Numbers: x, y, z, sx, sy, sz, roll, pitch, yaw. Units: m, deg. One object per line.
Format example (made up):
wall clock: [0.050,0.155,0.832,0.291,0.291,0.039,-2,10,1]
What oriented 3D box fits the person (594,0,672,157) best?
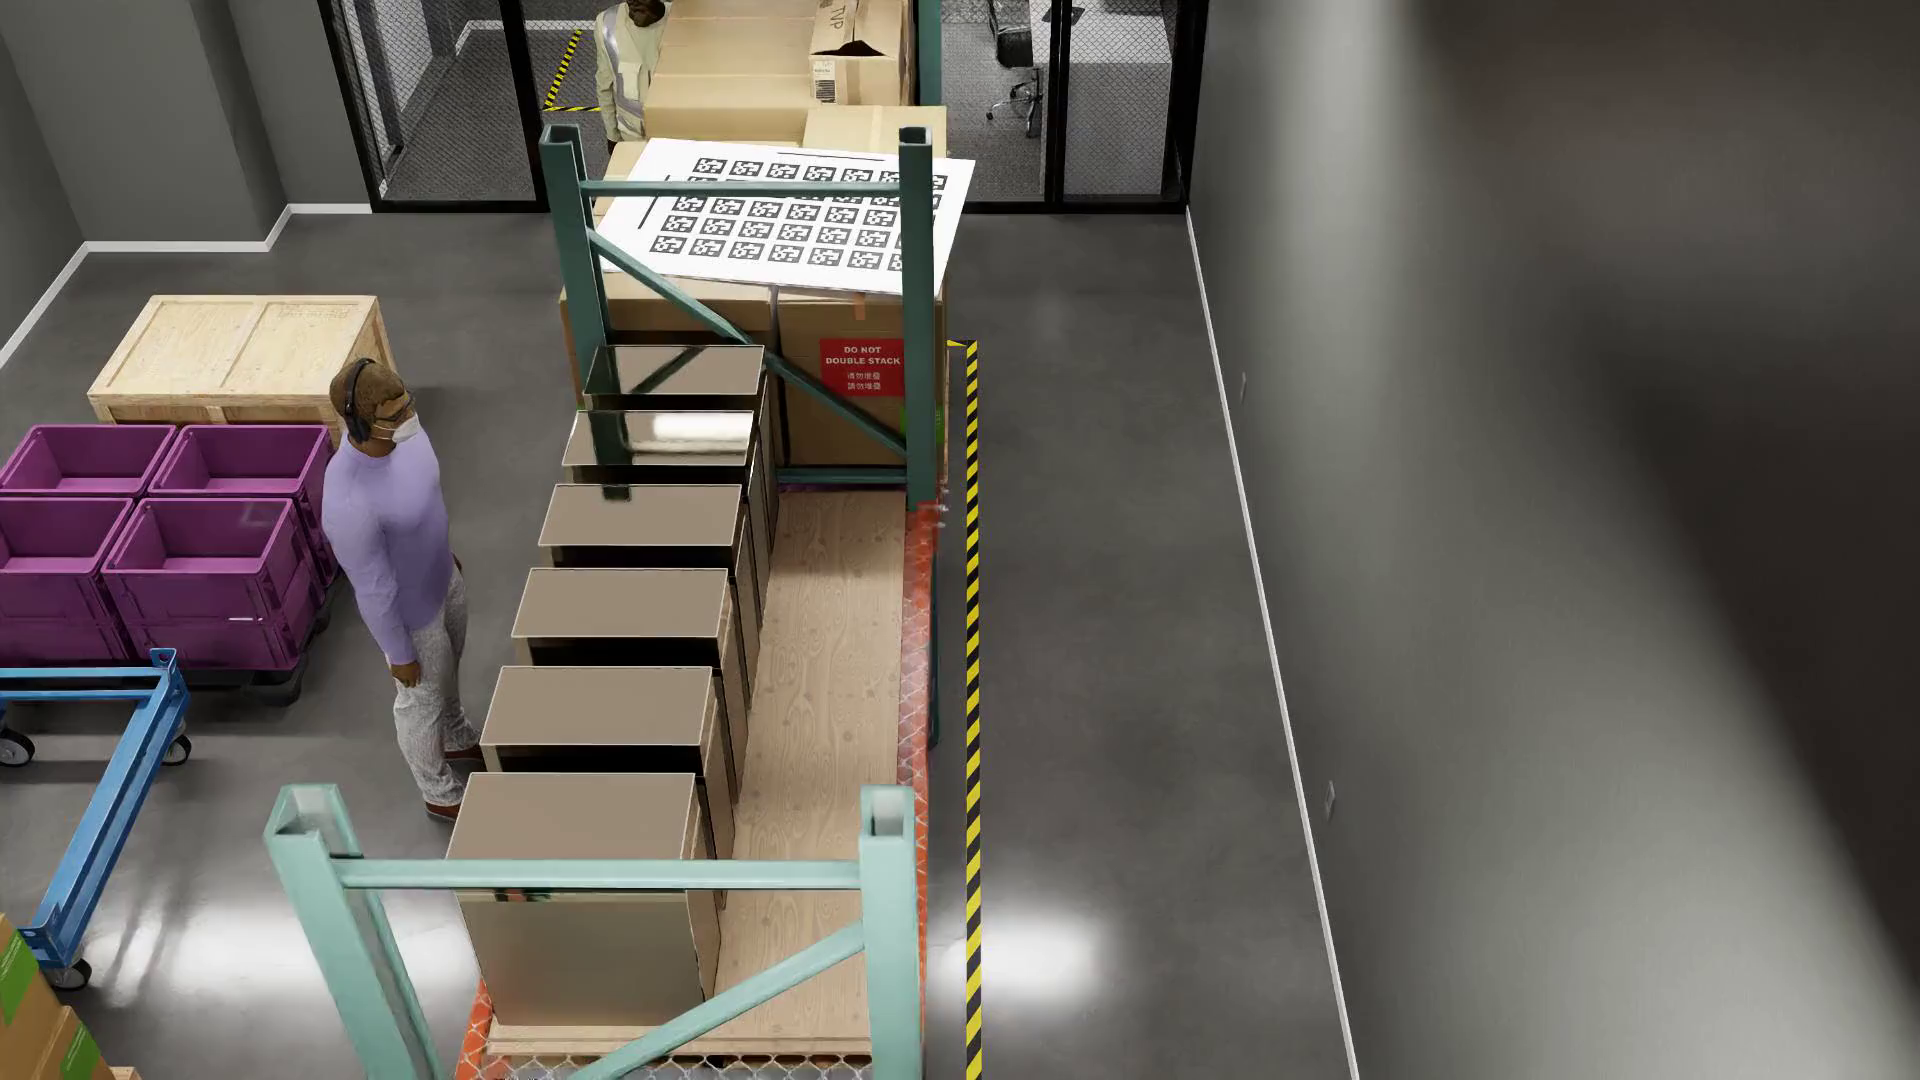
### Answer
person: [-1.496,-2.063,8.324,0.600,1.829,0.404,0,41,0]

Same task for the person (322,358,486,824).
person: [-1.850,0.195,5.664,0.352,1.937,0.635,0,41,0]
